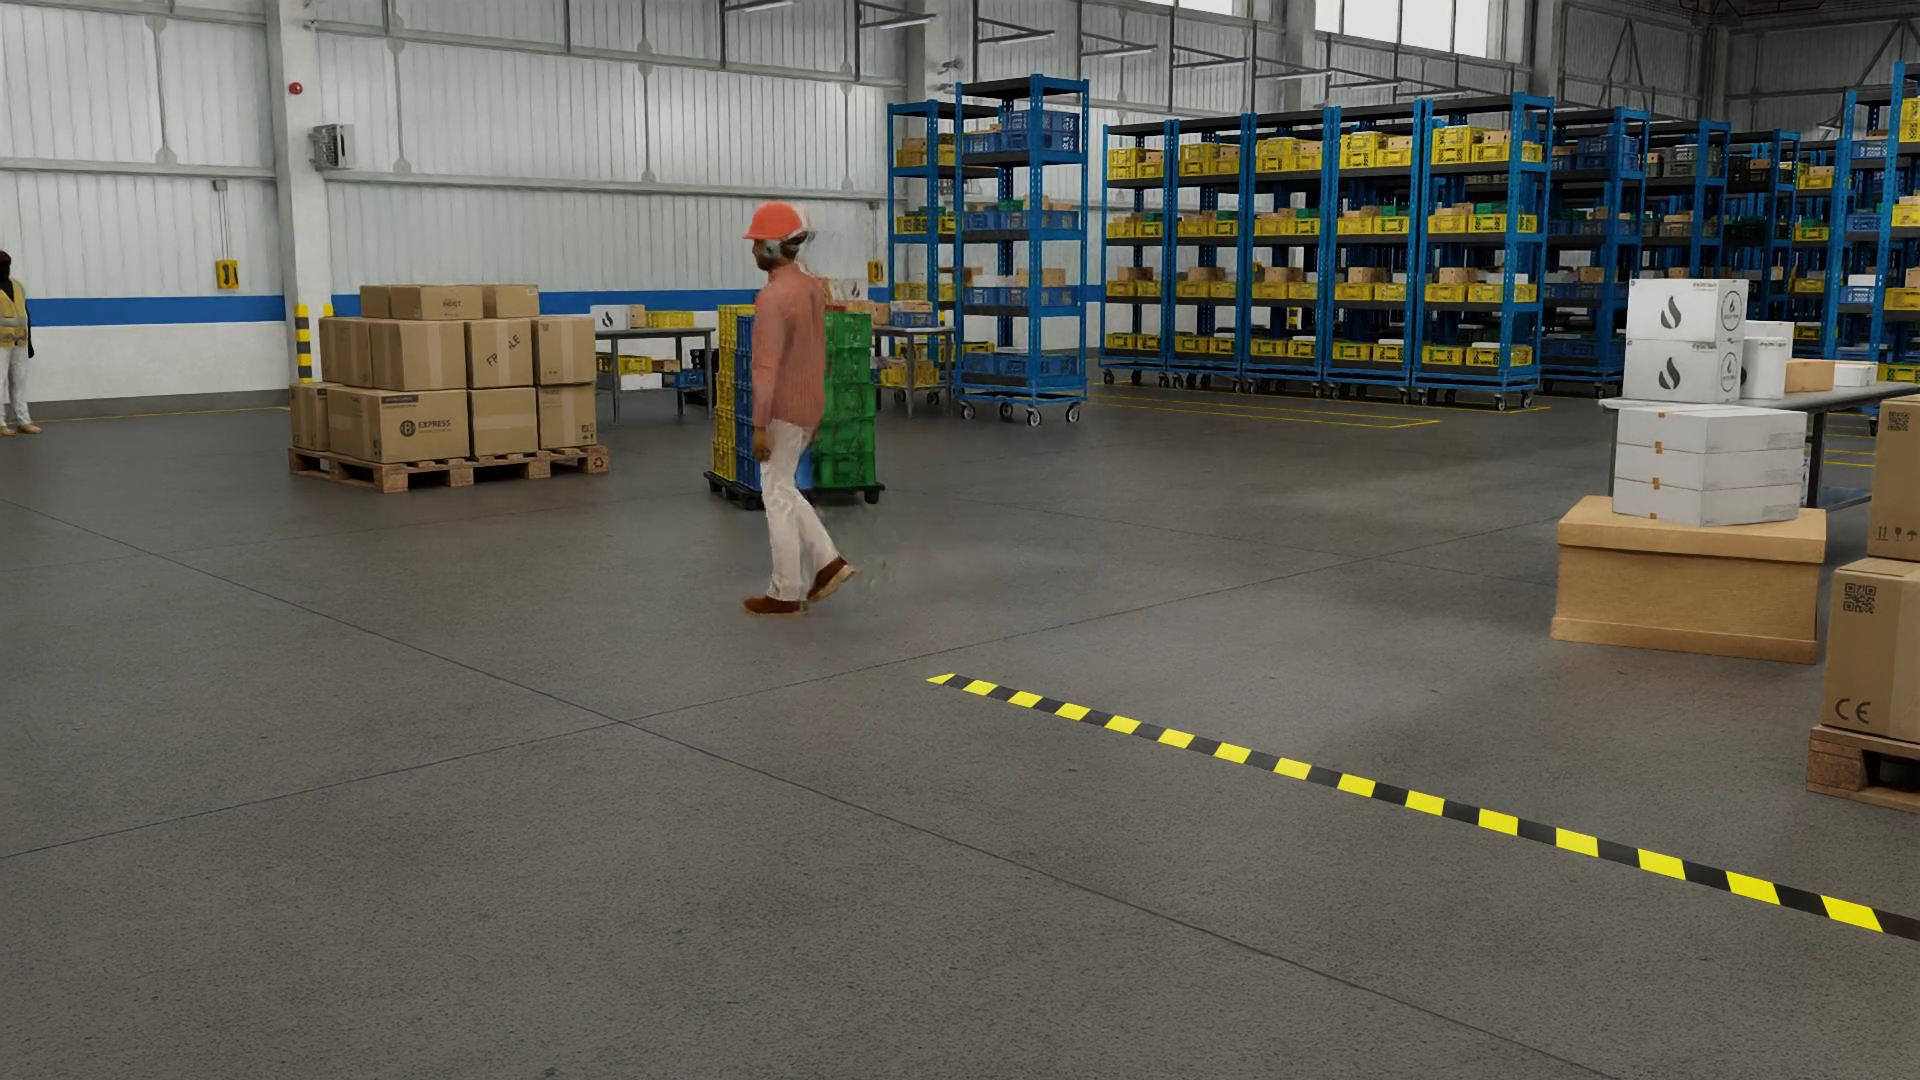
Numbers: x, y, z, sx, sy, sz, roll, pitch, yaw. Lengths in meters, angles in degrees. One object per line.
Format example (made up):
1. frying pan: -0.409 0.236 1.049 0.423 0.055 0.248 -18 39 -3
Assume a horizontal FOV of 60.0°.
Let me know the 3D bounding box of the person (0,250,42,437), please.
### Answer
1. person: -9.407 -1.928 16.376 0.430 1.832 0.632 3 10 16

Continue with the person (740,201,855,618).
1. person: -0.833 -0.600 7.902 0.440 1.983 0.638 3 10 17
